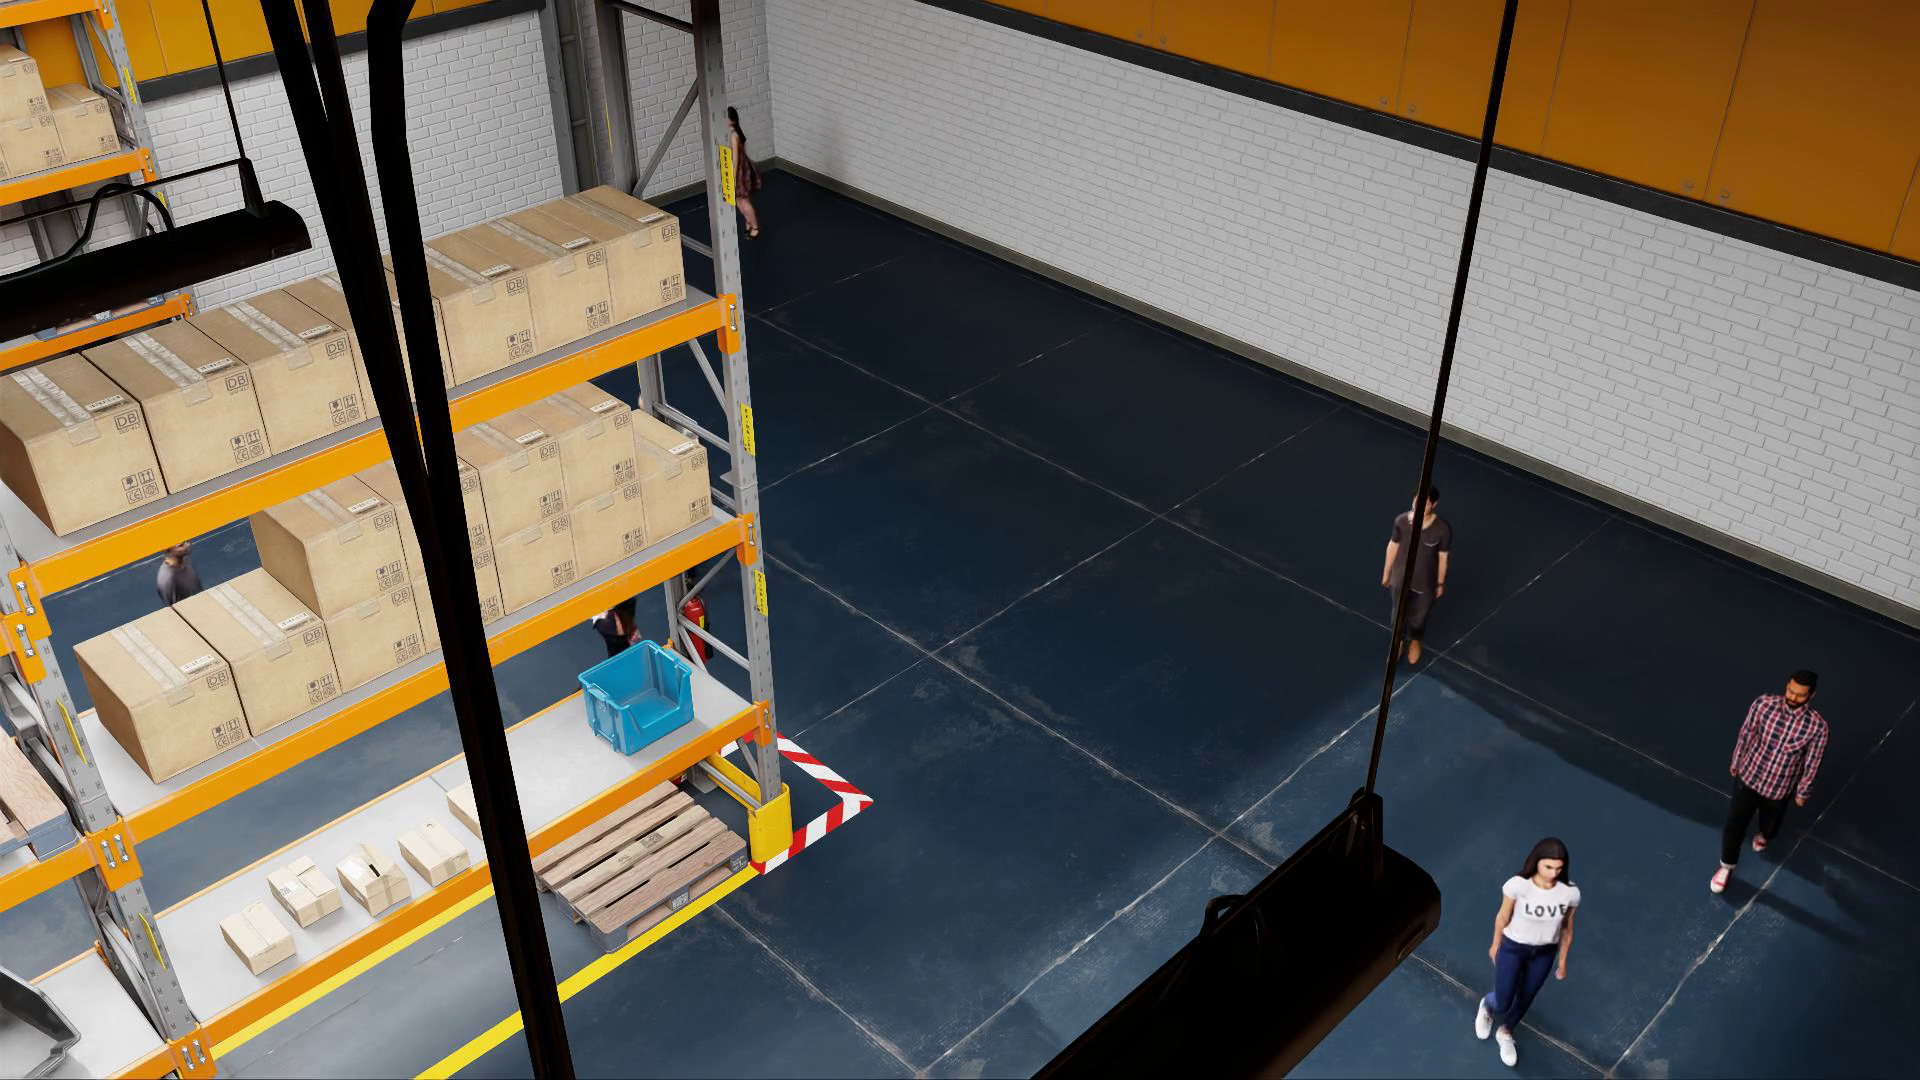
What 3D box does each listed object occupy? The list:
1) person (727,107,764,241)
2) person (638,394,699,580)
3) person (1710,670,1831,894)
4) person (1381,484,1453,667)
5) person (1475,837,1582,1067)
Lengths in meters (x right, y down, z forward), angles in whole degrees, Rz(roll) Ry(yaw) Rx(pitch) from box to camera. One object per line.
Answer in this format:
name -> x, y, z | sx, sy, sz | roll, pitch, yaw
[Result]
person -> -2.644, -4.460, 20.352 | 0.850, 1.732, 0.796 | 0, 34, -1
person -> -2.524, -0.449, 14.268 | 1.062, 1.787, 0.952 | -16, 37, -23
person -> 5.496, 1.578, 11.260 | 0.752, 1.741, 1.004 | 25, 41, 32
person -> 3.658, 0.251, 13.288 | 0.706, 1.707, 0.693 | 17, 37, 24
person -> 3.380, 2.408, 9.993 | 0.756, 1.762, 0.815 | 1, 34, 1
